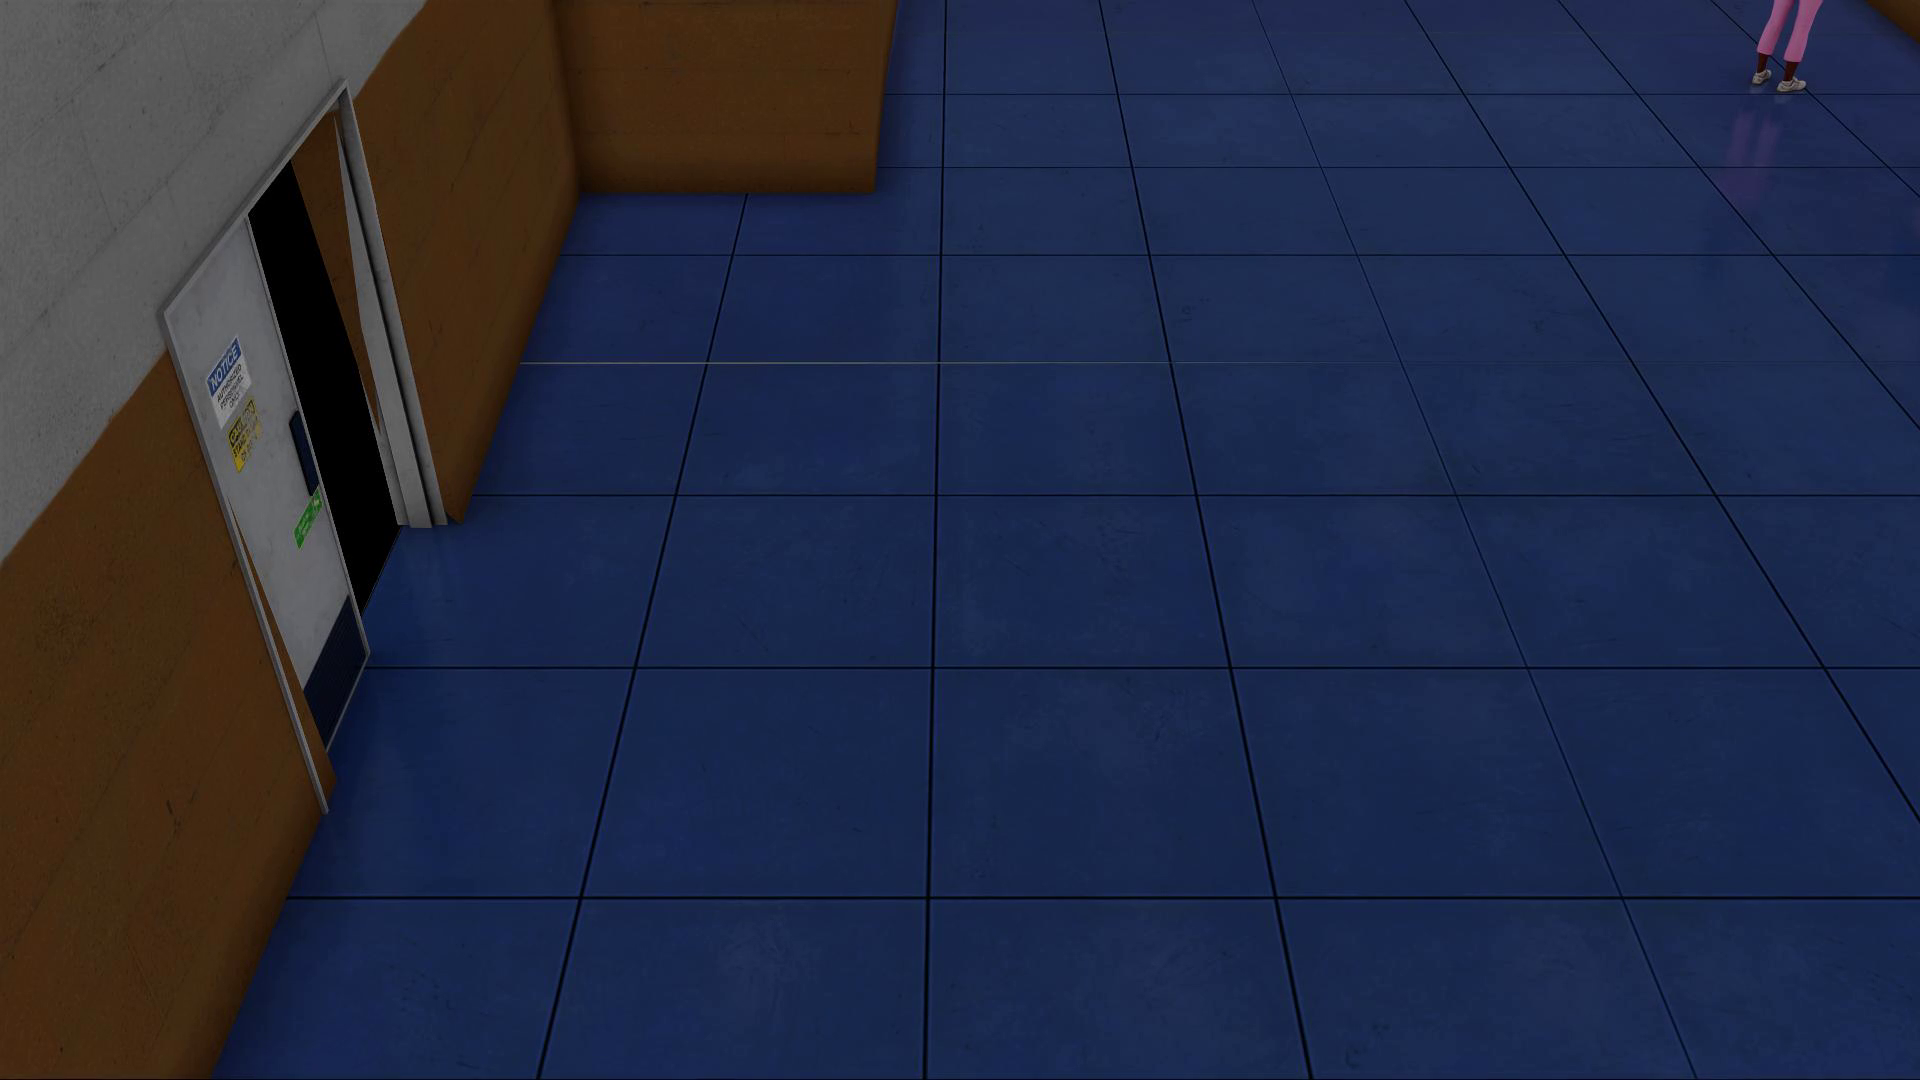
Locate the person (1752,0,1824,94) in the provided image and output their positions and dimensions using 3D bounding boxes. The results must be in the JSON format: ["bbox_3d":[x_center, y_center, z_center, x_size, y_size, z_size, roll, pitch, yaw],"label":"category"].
[{"bbox_3d":[6.306,-4.228,12.394,0.693,1.741,0.649,-26,44,-30],"label":"person"}]
